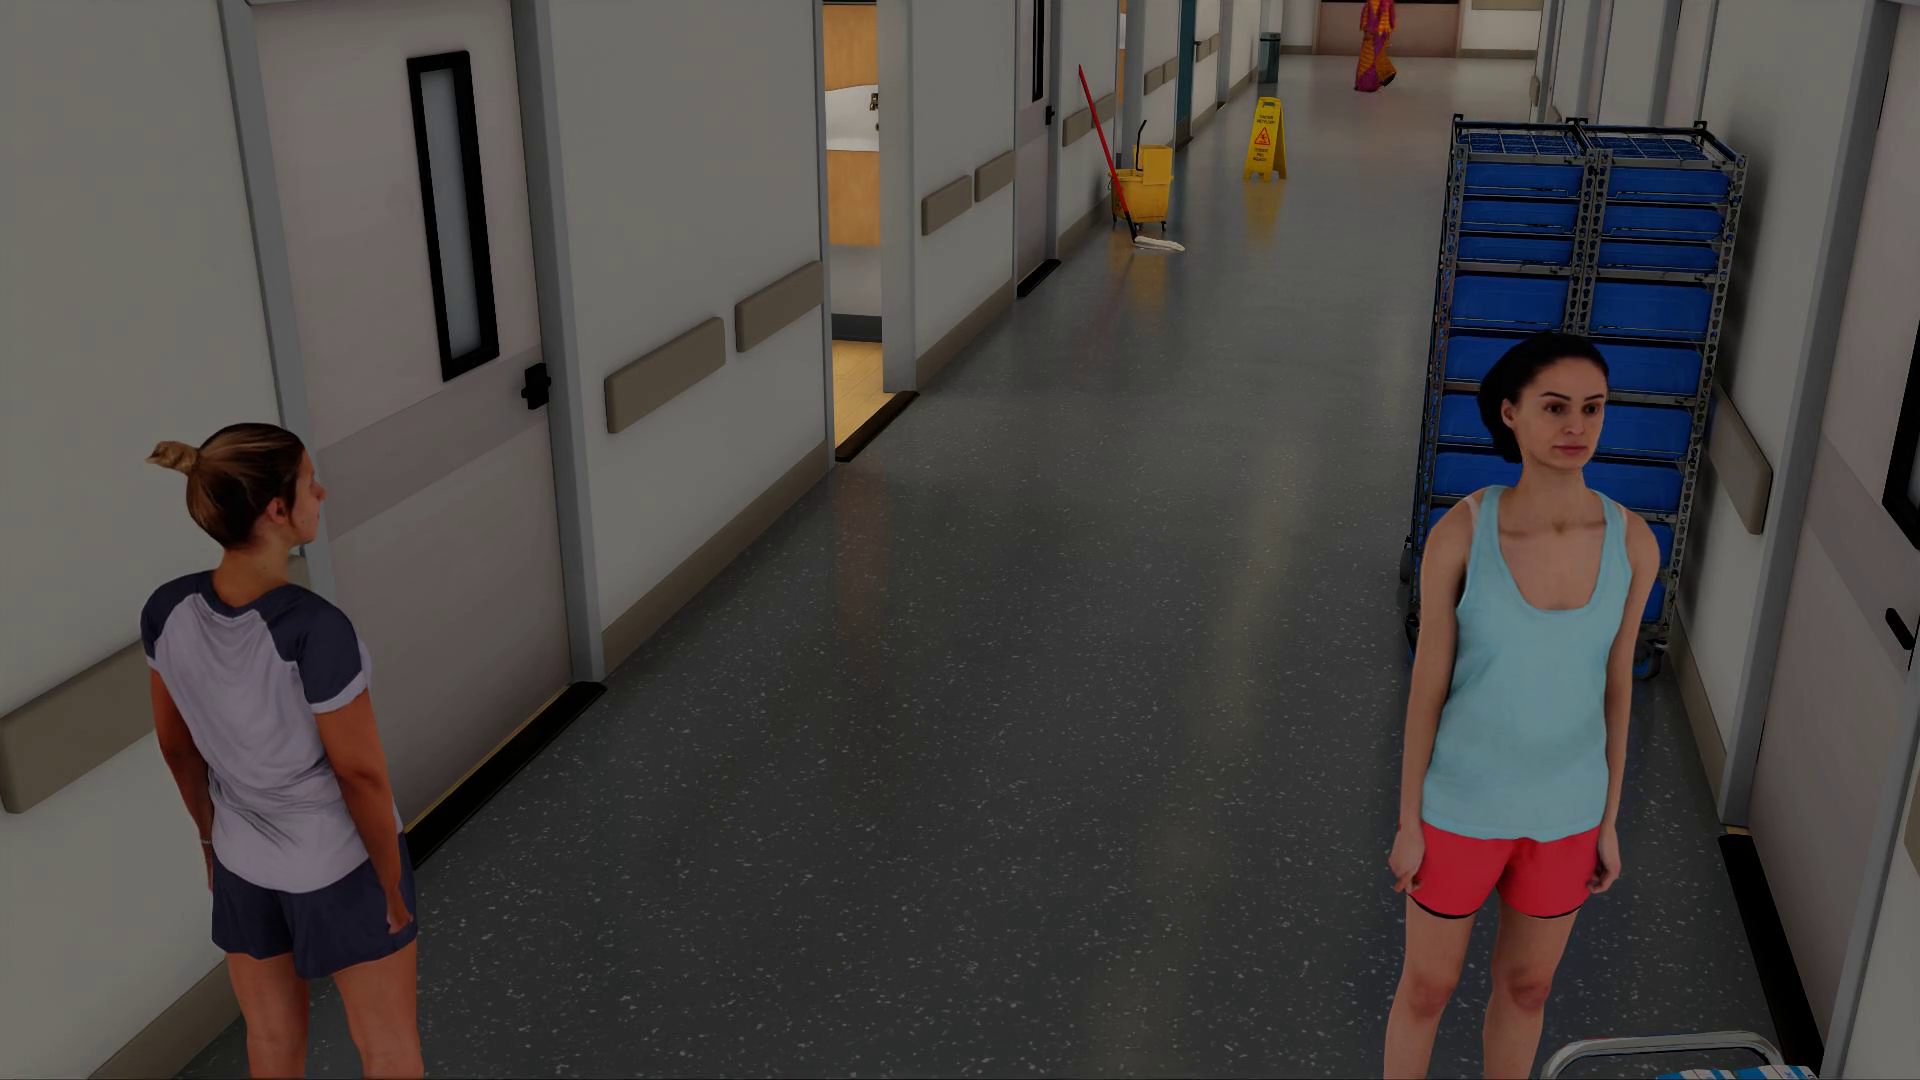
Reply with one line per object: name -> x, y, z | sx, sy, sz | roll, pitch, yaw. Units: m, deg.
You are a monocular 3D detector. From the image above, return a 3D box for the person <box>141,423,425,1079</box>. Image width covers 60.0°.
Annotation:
person -> -1.183, 0.578, 2.999 | 0.570, 1.623, 0.484 | 5, 21, 14

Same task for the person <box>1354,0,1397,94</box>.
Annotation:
person -> 5.866, -7.130, 23.274 | 0.897, 1.662, 0.892 | 16, 26, 35

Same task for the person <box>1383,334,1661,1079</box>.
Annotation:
person -> 0.987, 0.493, 3.021 | 0.653, 1.765, 0.682 | 0, 21, -1
